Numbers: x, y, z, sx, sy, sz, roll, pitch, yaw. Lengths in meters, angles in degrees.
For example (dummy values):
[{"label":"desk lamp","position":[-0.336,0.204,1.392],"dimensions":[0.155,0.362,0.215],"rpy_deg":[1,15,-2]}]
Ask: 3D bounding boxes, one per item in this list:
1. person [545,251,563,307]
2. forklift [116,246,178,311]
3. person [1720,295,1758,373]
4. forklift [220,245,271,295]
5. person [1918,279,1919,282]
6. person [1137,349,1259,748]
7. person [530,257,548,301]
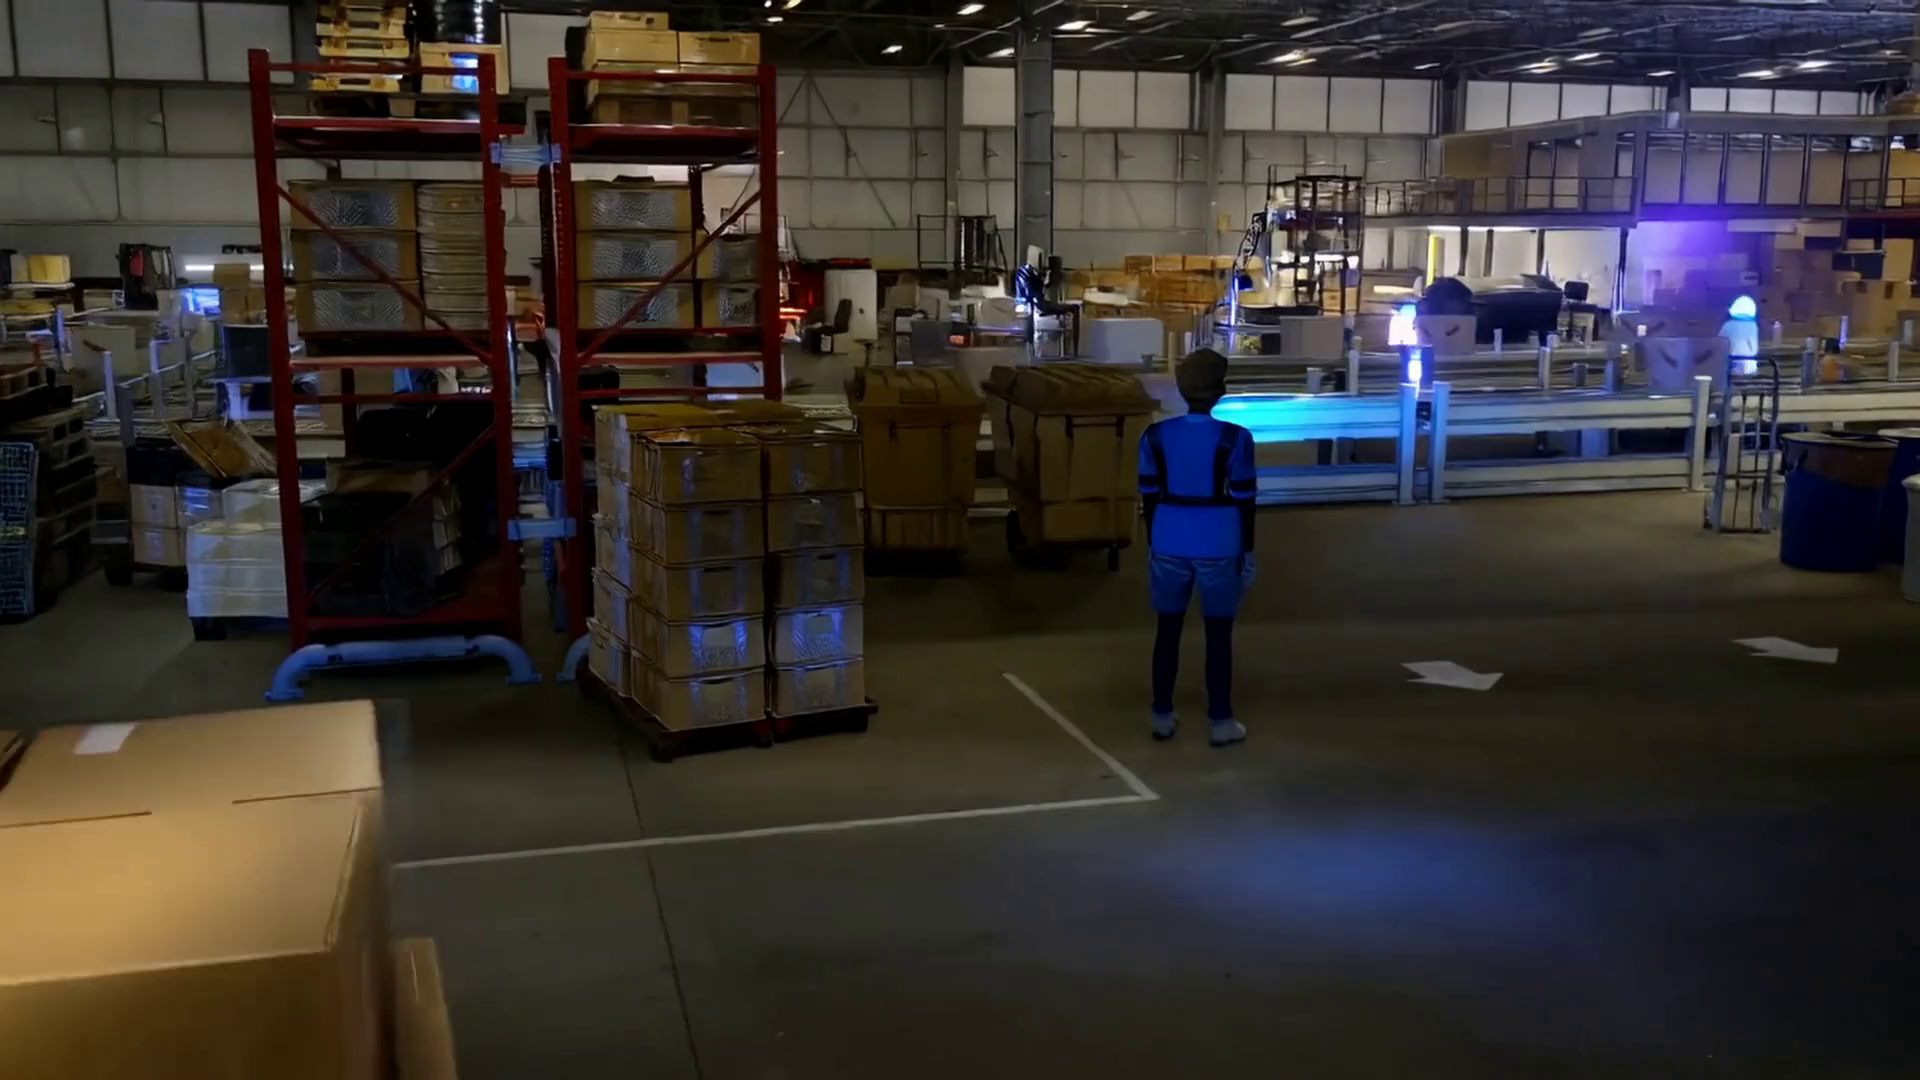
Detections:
[{"label":"person","position":[-8.804,-5.310,36.455],"dimensions":[0.627,2.020,0.632],"rpy_deg":[7,12,34]},{"label":"forklift","position":[-19.966,-6.232,40.894],"dimensions":[1.157,1.987,2.680],"rpy_deg":[-3,10,-15]},{"label":"person","position":[8.081,-1.733,17.310],"dimensions":[0.396,1.618,0.526],"rpy_deg":[-3,10,-16]},{"label":"forklift","position":[-17.749,-6.334,41.440],"dimensions":[1.157,1.987,2.680],"rpy_deg":[-3,10,-17]},{"label":"person","position":[22.994,-5.687,39.463],"dimensions":[0.539,1.716,0.926],"rpy_deg":[0,10,1]},{"label":"person","position":[1.014,0.040,7.081],"dimensions":[0.535,1.697,0.318],"rpy_deg":[5,11,28]},{"label":"person","position":[-10.133,-5.829,39.814],"dimensions":[0.640,1.877,0.743],"rpy_deg":[7,12,35]}]
